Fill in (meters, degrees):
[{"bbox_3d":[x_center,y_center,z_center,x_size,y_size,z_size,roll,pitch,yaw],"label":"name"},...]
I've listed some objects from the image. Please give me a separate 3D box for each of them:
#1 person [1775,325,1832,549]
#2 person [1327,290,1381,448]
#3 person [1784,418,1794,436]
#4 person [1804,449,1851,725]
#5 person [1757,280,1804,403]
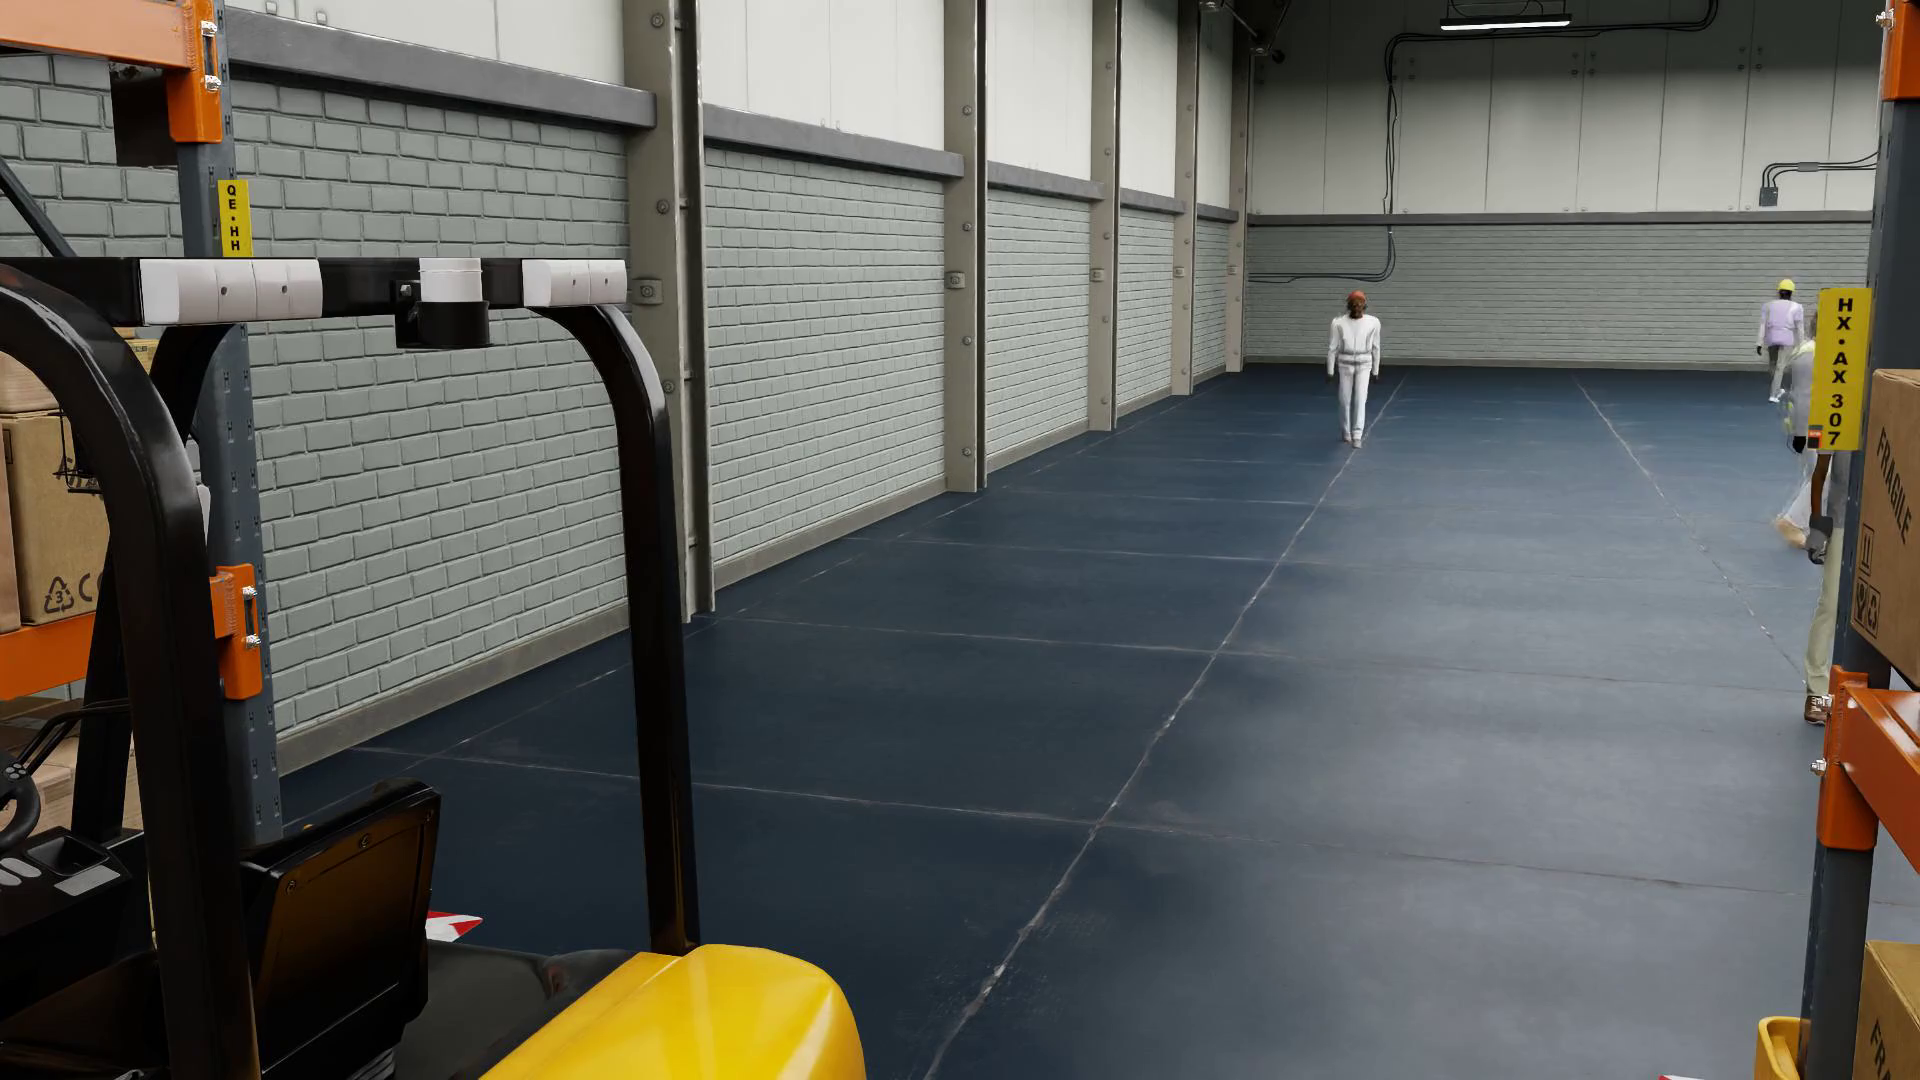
[{"bbox_3d":[6.435,-0.815,12.417,0.651,1.826,0.454,-9,13,-43],"label":"person"},{"bbox_3d":[4.646,-2.027,19.626,0.596,1.852,0.843,2,10,14],"label":"person"},{"bbox_3d":[10.354,-2.076,19.845,0.768,1.862,0.591,6,11,30],"label":"person"},{"bbox_3d":[4.232,-0.056,7.779,0.509,1.872,0.328,1,10,7],"label":"person"},{"bbox_3d":[12.733,-3.073,25.734,0.617,1.872,0.980,9,13,43],"label":"person"}]
